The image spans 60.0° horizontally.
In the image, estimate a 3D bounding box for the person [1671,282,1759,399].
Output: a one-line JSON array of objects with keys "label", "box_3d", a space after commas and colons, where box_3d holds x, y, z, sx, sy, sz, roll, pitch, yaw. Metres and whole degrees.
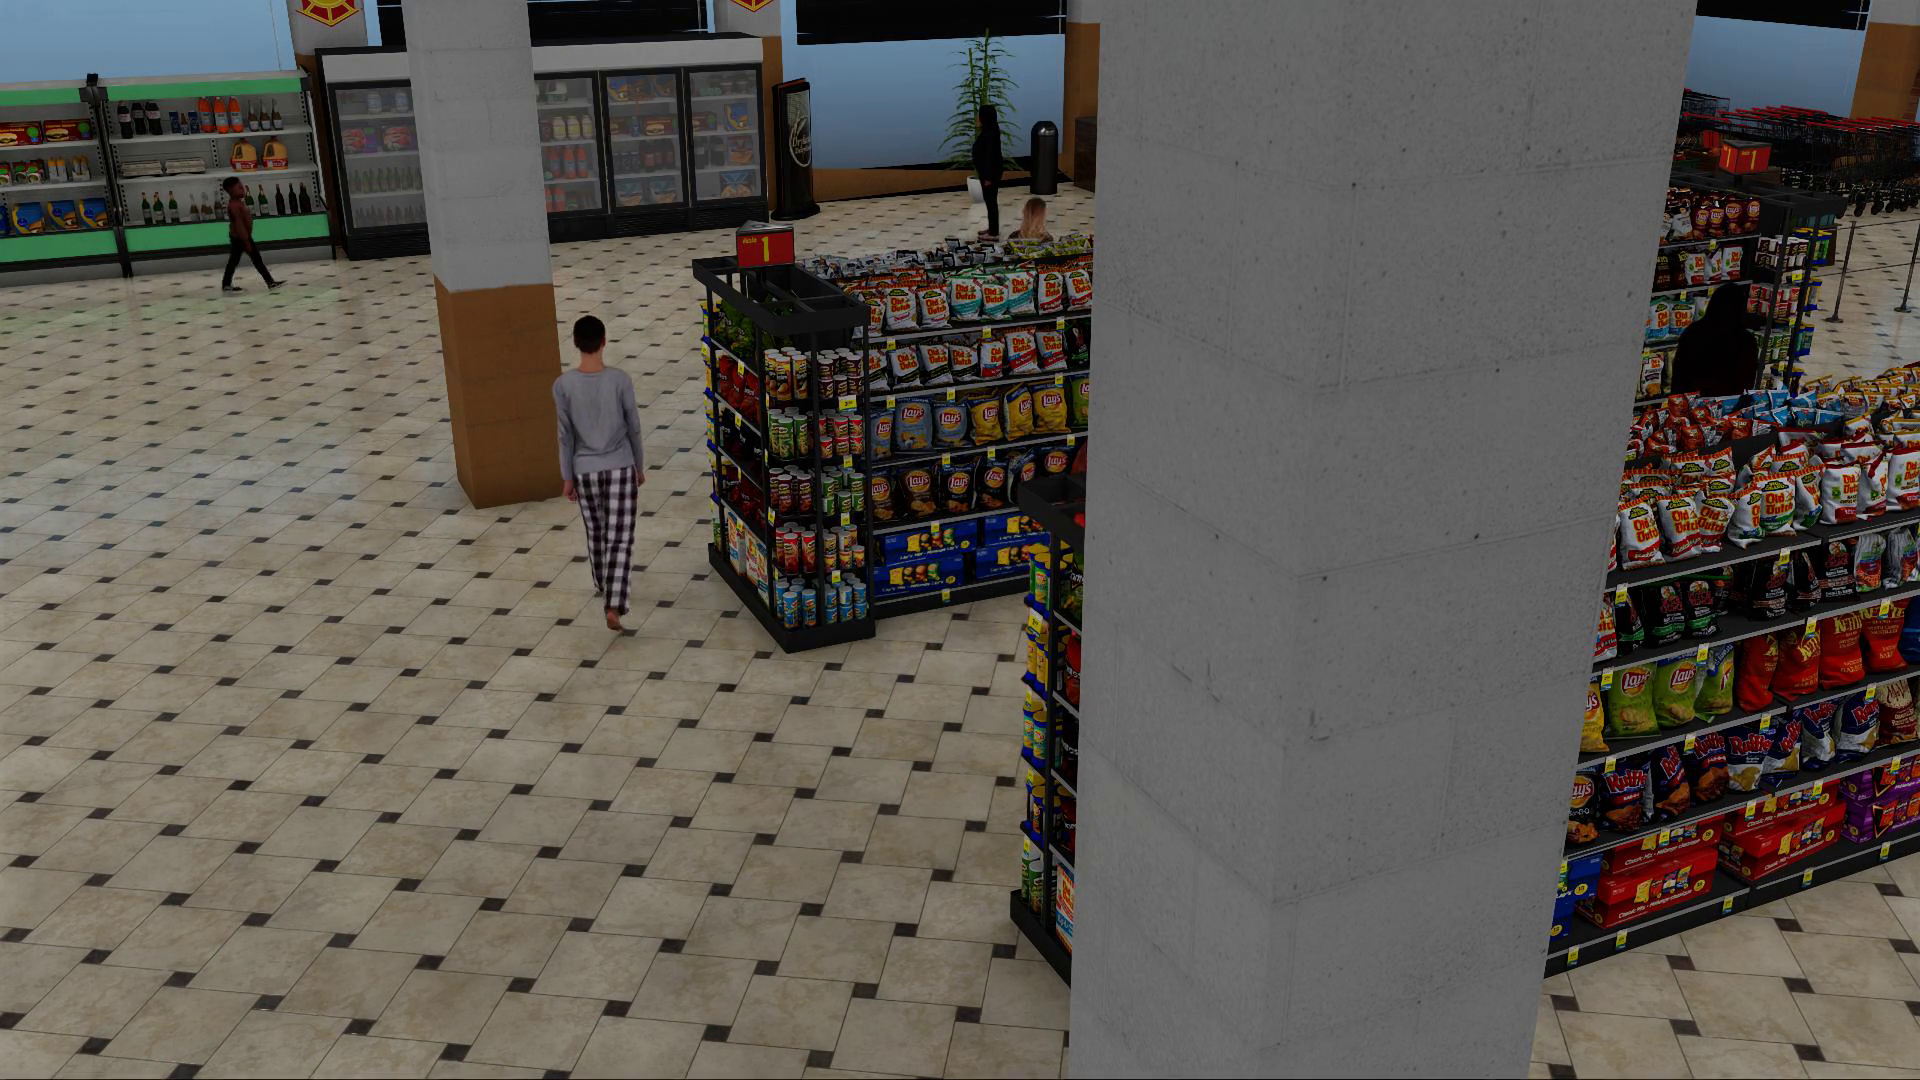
[{"label": "person", "box_3d": [4.896, -0.823, 10.915, 0.758, 1.757, 0.751, 18, 28, 38]}]

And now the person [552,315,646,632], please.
[{"label": "person", "box_3d": [-2.071, -0.353, 9.670, 1.150, 1.813, 0.955, -2, 22, -4]}]

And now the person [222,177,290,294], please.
[{"label": "person", "box_3d": [-7.621, -3.166, 17.469, 0.945, 1.218, 0.653, -5, 22, -12]}]

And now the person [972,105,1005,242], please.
[{"label": "person", "box_3d": [0.369, -4.444, 20.117, 0.733, 1.615, 0.713, -2, 22, -5]}]

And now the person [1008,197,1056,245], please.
[{"label": "person", "box_3d": [0.543, -1.983, 13.906, 0.795, 1.680, 0.911, 18, 28, 37]}]
